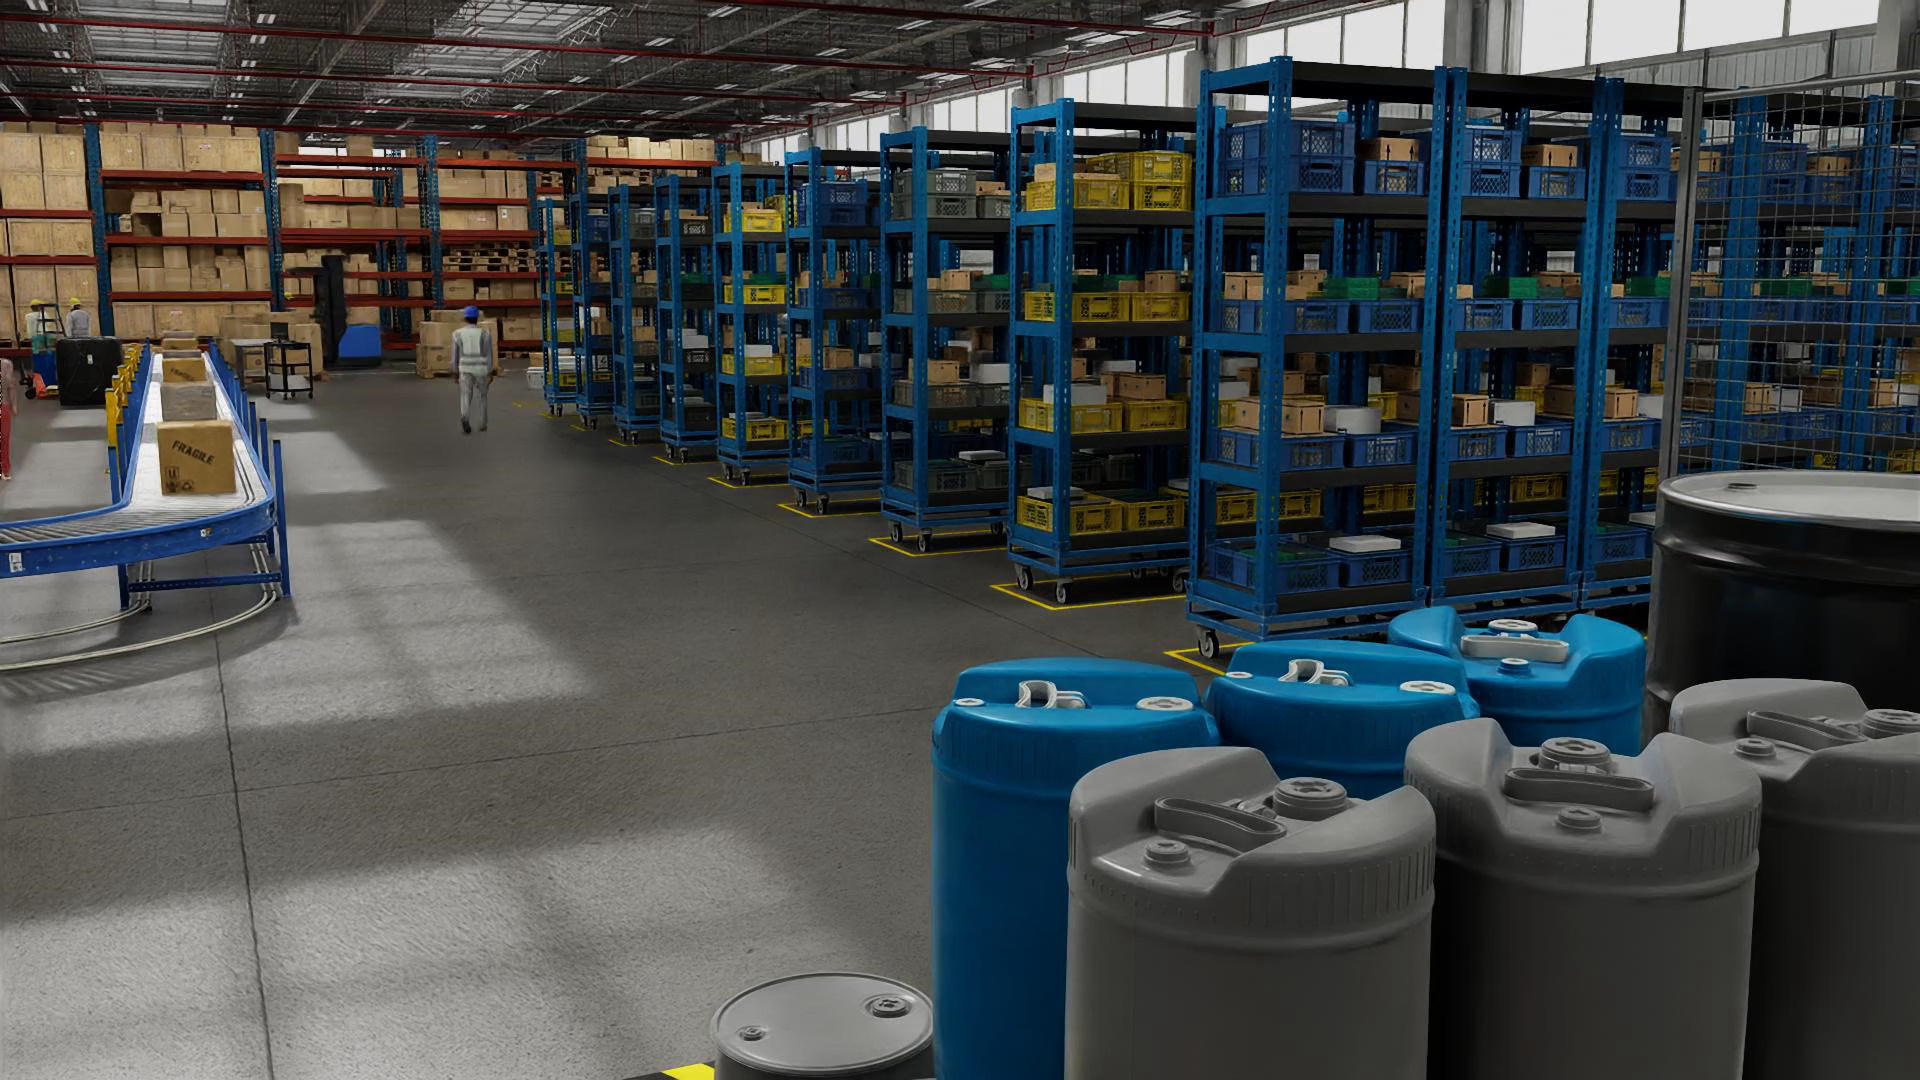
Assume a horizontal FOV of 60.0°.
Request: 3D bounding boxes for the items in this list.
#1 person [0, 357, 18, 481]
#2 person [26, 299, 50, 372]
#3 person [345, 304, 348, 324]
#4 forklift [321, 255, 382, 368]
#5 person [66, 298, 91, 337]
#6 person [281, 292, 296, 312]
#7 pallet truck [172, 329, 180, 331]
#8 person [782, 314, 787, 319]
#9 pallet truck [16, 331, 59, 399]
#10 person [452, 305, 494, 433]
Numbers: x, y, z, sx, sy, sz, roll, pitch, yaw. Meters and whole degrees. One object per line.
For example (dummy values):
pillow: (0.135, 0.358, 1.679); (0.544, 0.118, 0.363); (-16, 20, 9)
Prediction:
person: (-11.247, -1.564, 19.304); (0.525, 1.747, 0.580); (-7, 11, -37)
person: (-22.286, -4.940, 40.229); (0.564, 1.753, 0.391); (-9, 13, -43)
person: (-16.222, -5.551, 43.266); (0.612, 1.995, 0.376); (-9, 13, -43)
forklift: (-15.438, -5.648, 41.130); (1.873, 2.768, 1.129); (-6, 11, -34)
person: (-20.222, -4.638, 38.147); (0.403, 1.825, 0.591); (4, 10, 23)
person: (-19.269, -6.198, 47.776); (0.589, 1.834, 0.403); (5, 11, 30)
pallet truck: (-17.275, -3.851, 35.096); (1.601, 1.201, 0.680); (0, 9, 1)
person: (-3.527, -4.221, 35.517); (0.593, 1.832, 0.403); (-1, 9, -6)
pallet truck: (-17.082, -3.353, 31.781); (1.630, 1.274, 0.653); (-4, 10, -25)
person: (-7.301, -2.552, 24.896); (0.614, 1.924, 0.838); (-1, 9, -5)
